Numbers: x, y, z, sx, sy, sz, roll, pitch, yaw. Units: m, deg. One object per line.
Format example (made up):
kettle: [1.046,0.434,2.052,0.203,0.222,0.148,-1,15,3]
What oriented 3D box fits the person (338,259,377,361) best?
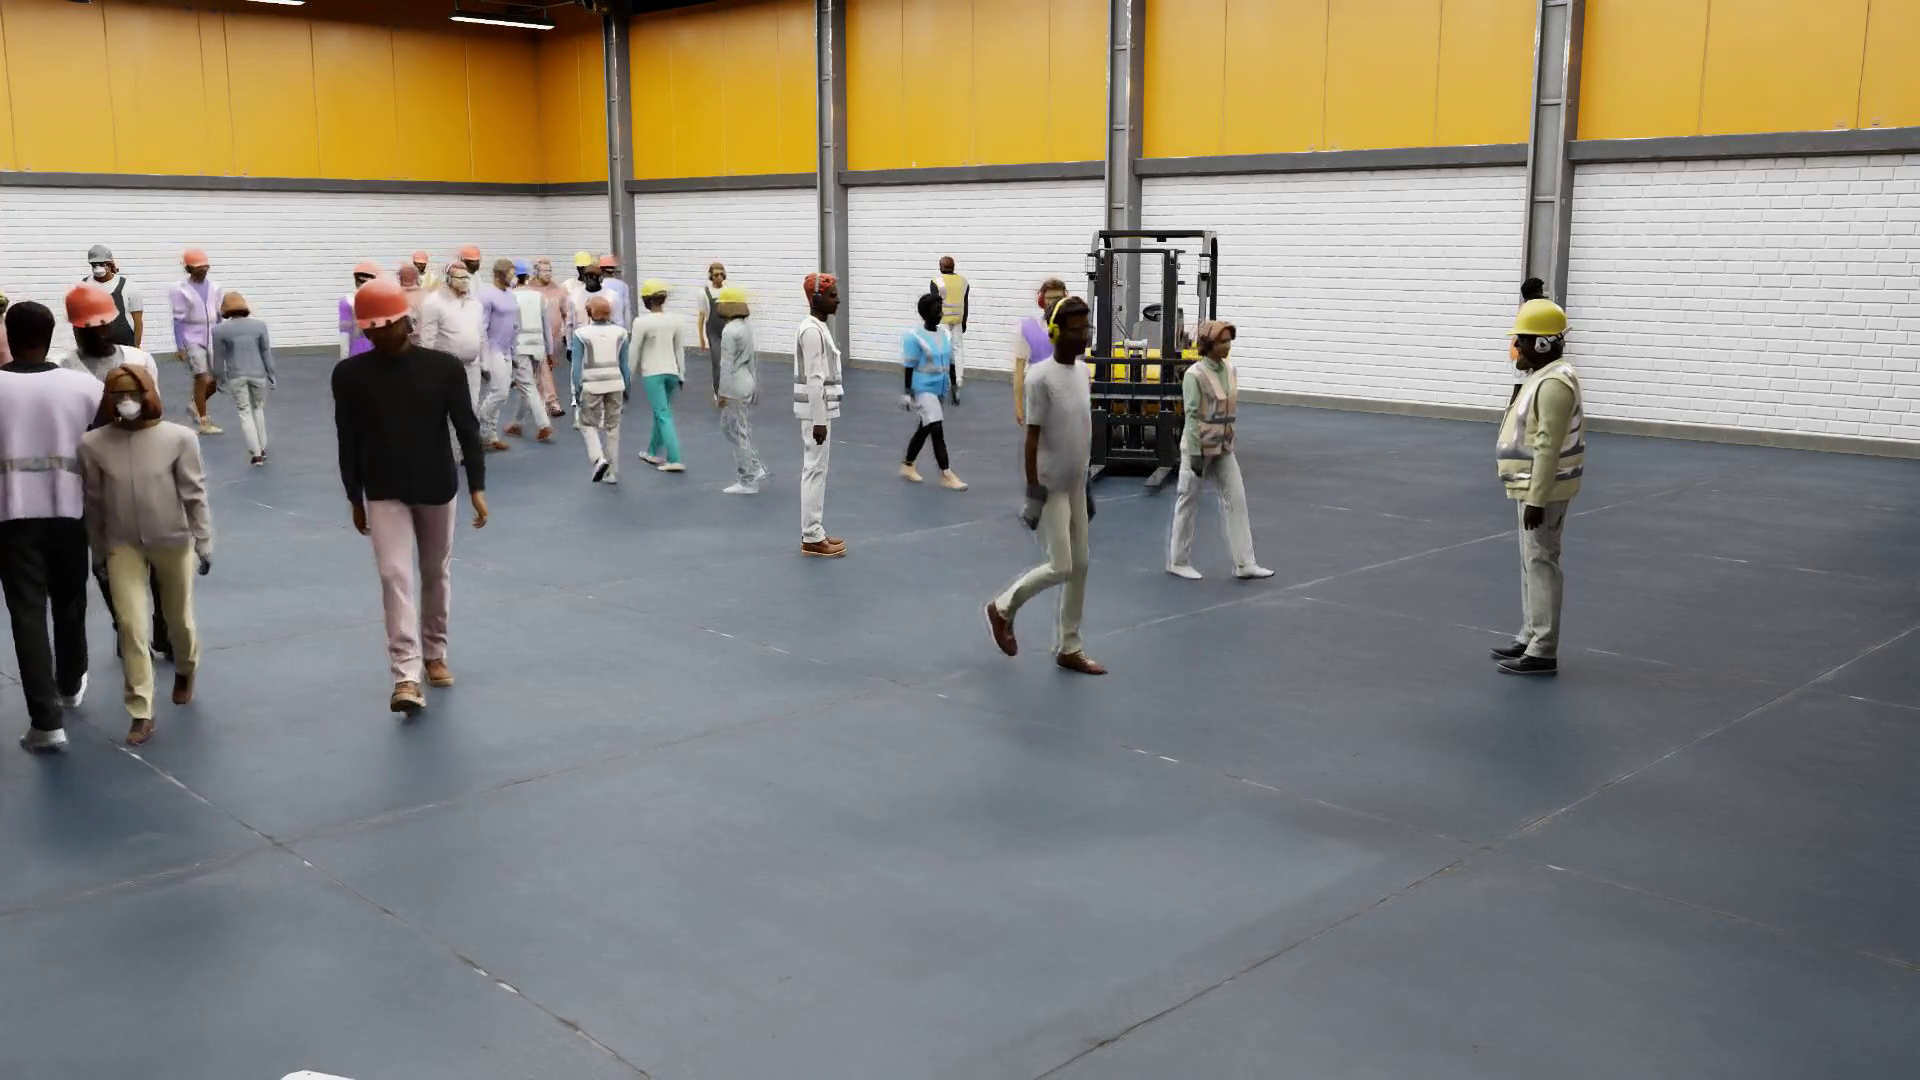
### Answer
person: [-5.736,-1.762,16.144,0.555,1.906,0.519,-10,14,-43]

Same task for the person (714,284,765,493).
person: [-1.863,-1.237,13.746,0.383,1.730,0.488,1,10,8]

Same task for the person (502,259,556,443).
person: [-4.510,-1.955,17.245,1.012,1.892,0.620,8,13,37]

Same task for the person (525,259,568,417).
person: [-4.917,-2.409,19.797,0.666,1.852,1.020,-8,13,-38]

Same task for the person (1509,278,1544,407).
person: [5.961,-1.915,17.549,0.320,1.693,0.540,4,11,19]

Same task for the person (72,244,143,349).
person: [-8.914,-2.063,17.391,0.678,2.000,0.537,-3,11,-14]

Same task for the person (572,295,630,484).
person: [-3.052,-1.270,14.210,0.529,1.630,0.392,-6,12,-29]

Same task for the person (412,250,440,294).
person: [-7.948,-3.318,24.588,0.573,1.911,0.697,-3,11,-18]

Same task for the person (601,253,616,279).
person: [-6.286,-4.152,29.415,0.541,1.814,1.009,-10,14,-43]

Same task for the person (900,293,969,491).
person: [-0.248,-1.263,14.102,0.857,1.652,0.540,9,14,40]

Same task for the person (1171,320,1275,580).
person: [1.602,-0.523,10.166,0.552,1.607,0.755,-10,14,-44]

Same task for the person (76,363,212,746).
person: [-3.531,0.016,7.263,0.509,1.602,0.803,-3,11,-18]

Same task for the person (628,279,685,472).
person: [-2.812,-1.494,15.124,0.847,1.729,0.538,9,14,40]

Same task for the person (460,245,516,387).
person: [-6.534,-2.966,22.459,1.077,1.978,0.605,5,11,24]

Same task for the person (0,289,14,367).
person: [-7.410,-1.095,12.887,0.327,1.761,0.522,1,10,4]

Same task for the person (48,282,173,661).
person: [-4.127,-0.303,8.158,0.565,1.906,0.643,-10,14,-44]

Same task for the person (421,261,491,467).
person: [-4.612,-1.599,15.258,0.455,1.892,0.678,7,12,33]

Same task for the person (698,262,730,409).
person: [-3.011,-2.551,20.694,0.523,1.817,0.869,-6,12,-28]

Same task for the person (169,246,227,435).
person: [-8.147,-2.125,17.805,0.568,2.025,0.622,6,12,30]

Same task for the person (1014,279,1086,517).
person: [0.696,-1.021,12.352,0.596,1.795,0.939,-2,11,-12]

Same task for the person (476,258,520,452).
person: [-4.559,-1.808,16.379,0.481,1.905,0.662,1,10,8]

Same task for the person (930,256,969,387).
person: [-0.176,-3.058,23.370,0.633,1.840,0.429,-6,12,-31]

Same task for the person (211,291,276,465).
person: [-6.703,-1.511,15.538,0.519,1.602,0.677,-8,13,-36]

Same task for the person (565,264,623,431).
person: [-4.013,-2.088,18.145,0.663,1.810,0.823,0,10,0]

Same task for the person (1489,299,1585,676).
person: [2.820,-0.255,8.129,0.403,1.828,0.588,3,11,14]

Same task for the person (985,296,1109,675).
person: [0.457,-0.264,8.125,0.569,1.853,0.509,8,13,37]

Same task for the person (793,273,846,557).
person: [-0.941,-0.834,11.117,0.340,1.882,0.585,-1,10,-4]

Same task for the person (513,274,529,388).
person: [-6.110,-2.924,23.200,0.276,1.631,0.507,-4,11,-22]

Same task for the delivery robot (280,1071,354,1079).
delivery robot: [-1.347,1.258,3.085,0.477,0.478,0.707,3,11,18]

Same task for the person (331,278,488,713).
person: [-2.479,-0.201,7.523,0.634,1.922,1.018,-4,11,-20]

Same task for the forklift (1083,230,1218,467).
forklift: [1.804,-1.825,15.677,1.214,2.155,2.313,2,11,13]

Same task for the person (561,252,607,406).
person: [-4.690,-2.638,20.837,0.587,1.927,0.367,-4,11,-19]

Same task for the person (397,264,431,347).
person: [-5.296,-1.746,16.196,0.657,1.841,1.016,-2,11,-9]

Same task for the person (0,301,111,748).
person: [-3.963,-0.088,7.151,0.648,1.852,1.041,-7,12,-33]

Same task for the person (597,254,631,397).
person: [-4.601,-2.814,21.913,0.559,1.895,0.985,-10,14,-42]
